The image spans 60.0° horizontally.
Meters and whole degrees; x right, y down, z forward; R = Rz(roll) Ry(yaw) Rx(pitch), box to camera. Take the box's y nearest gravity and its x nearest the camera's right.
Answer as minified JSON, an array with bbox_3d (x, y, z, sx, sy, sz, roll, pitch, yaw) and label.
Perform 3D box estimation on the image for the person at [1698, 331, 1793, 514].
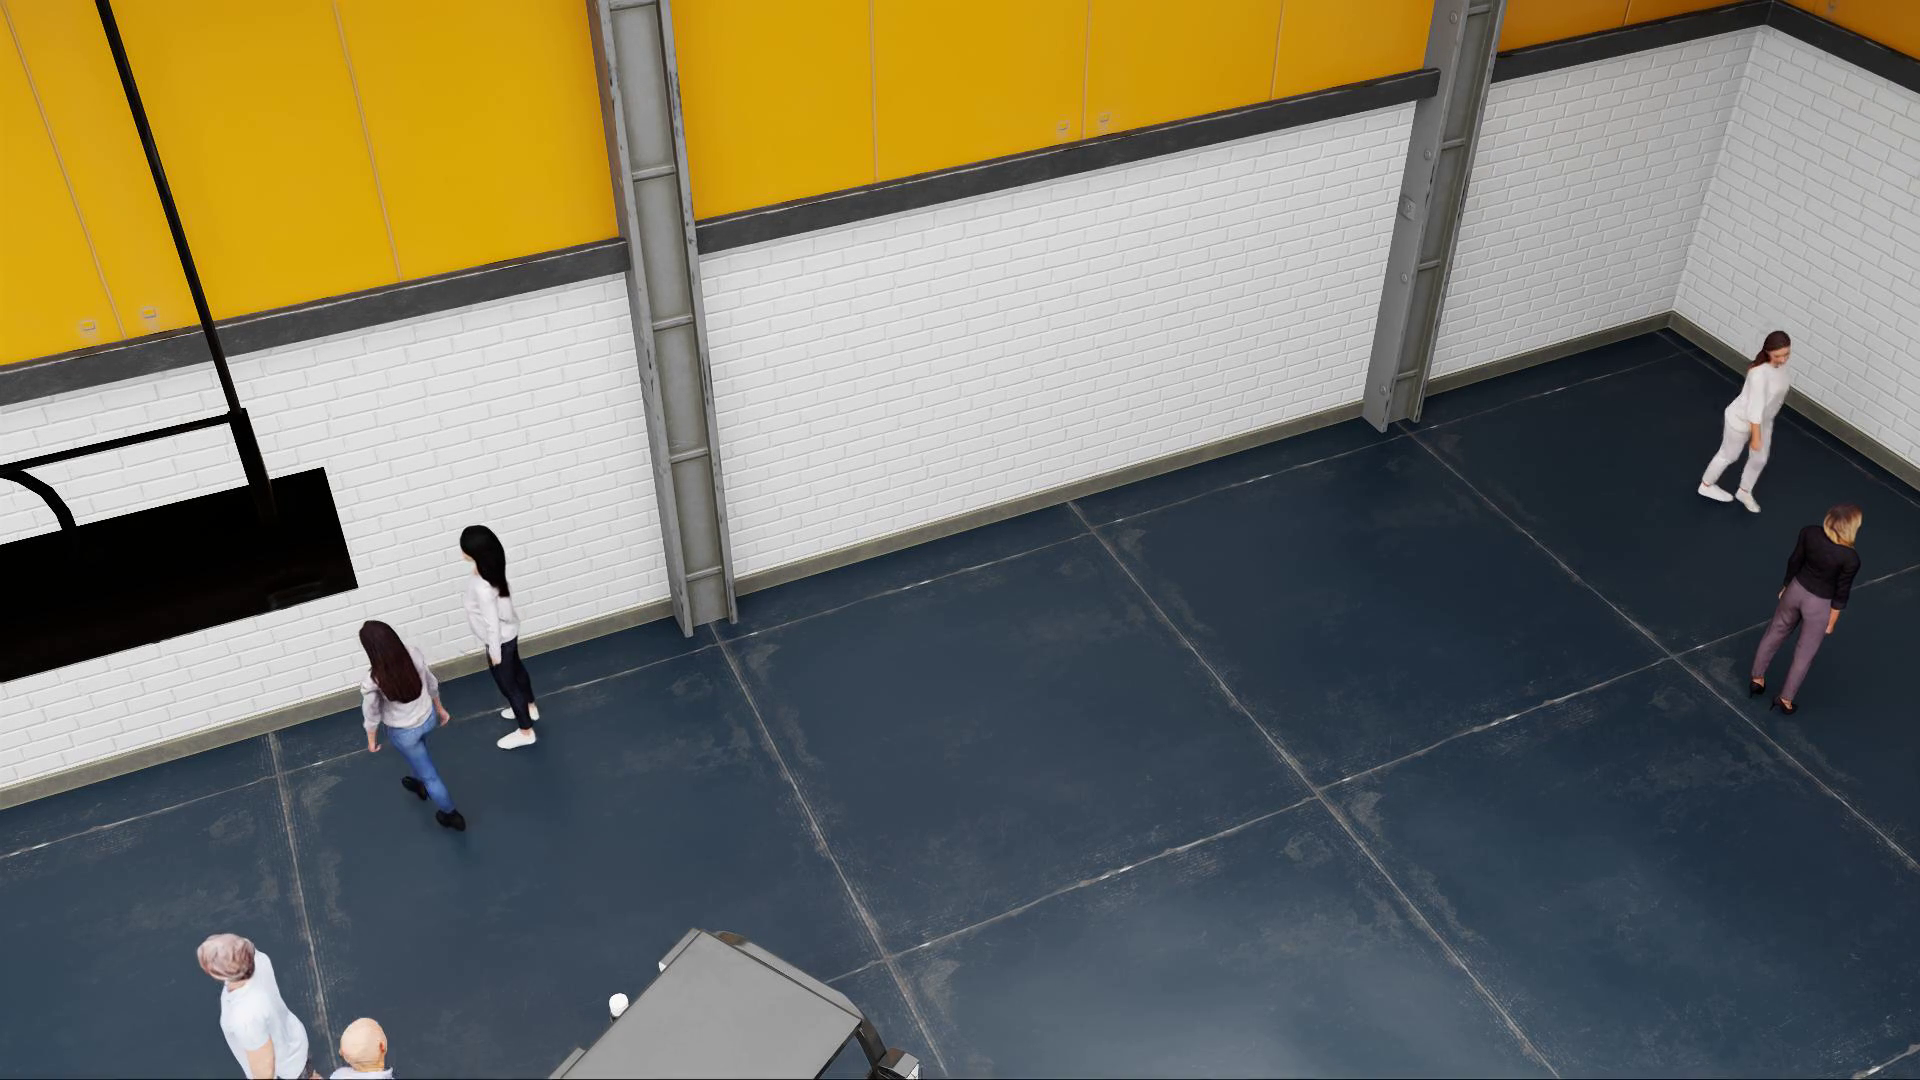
[{"bbox_3d":[5.921,-0.940,12.518,0.811,1.649,0.717,29,47,31],"label":"person"}]

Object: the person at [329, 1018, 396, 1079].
[{"bbox_3d":[-2.617,2.929,7.607,1.146,1.732,1.266,20,43,23],"label":"person"}]

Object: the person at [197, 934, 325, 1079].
[{"bbox_3d":[-3.300,2.501,8.064,0.609,1.830,0.687,-10,40,-12],"label":"person"}]

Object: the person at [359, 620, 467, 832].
[{"bbox_3d":[-3.207,1.146,9.939,0.932,1.606,0.904,21,43,24],"label":"person"}]

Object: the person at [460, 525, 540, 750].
[{"bbox_3d":[-2.913,0.589,10.561,0.619,1.701,0.671,-6,39,-7],"label":"person"}]

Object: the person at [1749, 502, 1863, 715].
[{"bbox_3d":[5.484,0.436,10.777,0.535,1.671,0.595,-18,42,-21],"label":"person"}]
